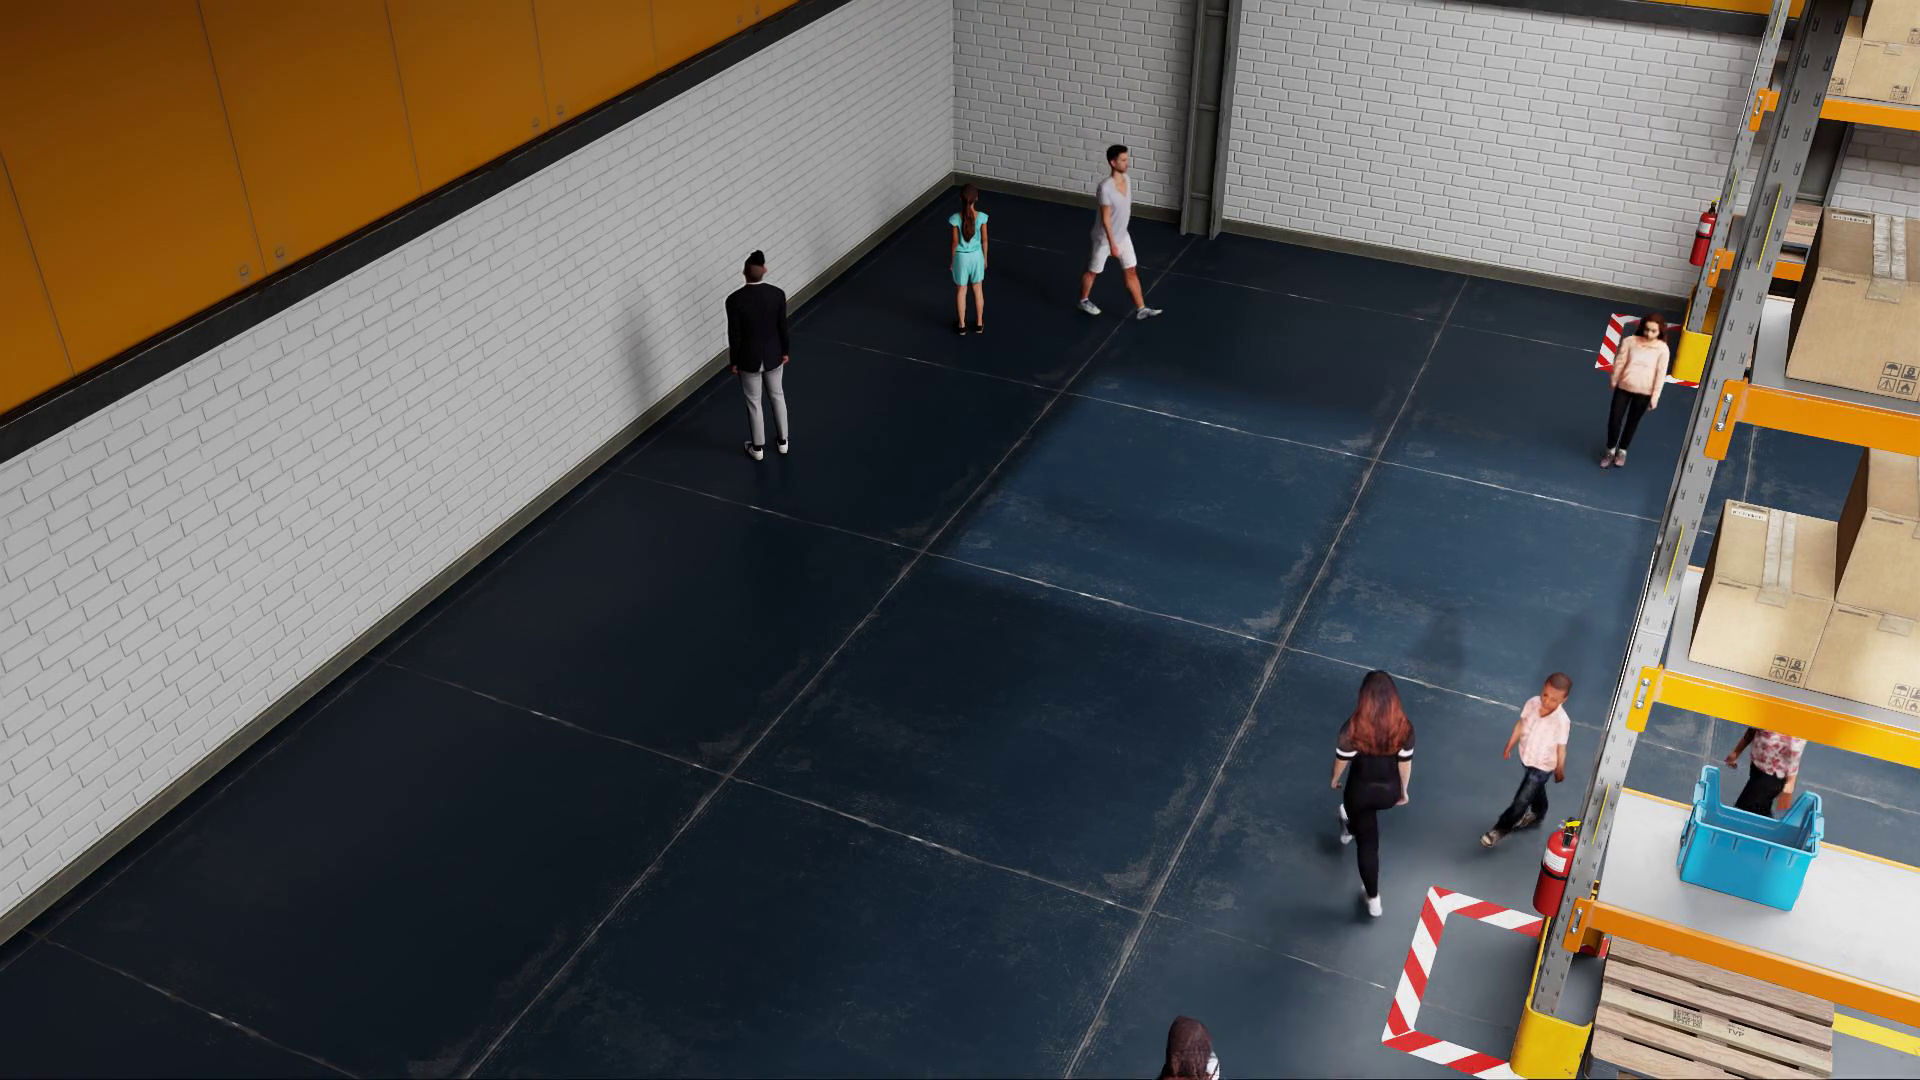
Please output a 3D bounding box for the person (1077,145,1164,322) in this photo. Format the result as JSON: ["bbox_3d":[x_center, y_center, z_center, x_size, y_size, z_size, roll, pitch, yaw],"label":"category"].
[{"bbox_3d":[1.417,-3.053,16.623,1.269,1.807,0.924,26,42,34],"label":"person"}]

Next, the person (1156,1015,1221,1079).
[{"bbox_3d":[1.110,2.906,7.874,0.926,1.567,1.176,-24,41,-32],"label":"person"}]

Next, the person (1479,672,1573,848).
[{"bbox_3d":[3.703,1.342,10.483,0.886,1.282,0.856,-14,36,-20],"label":"person"}]

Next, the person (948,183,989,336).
[{"bbox_3d":[0.080,-2.783,16.442,0.623,1.558,0.702,-6,34,-9],"label":"person"}]

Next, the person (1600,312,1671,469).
[{"bbox_3d":[5.822,-1.321,14.323,0.529,1.468,0.652,17,37,24],"label":"person"}]

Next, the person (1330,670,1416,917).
[{"bbox_3d":[2.458,1.550,9.887,1.097,1.597,1.020,-2,34,-3],"label":"person"}]

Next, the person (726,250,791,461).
[{"bbox_3d":[-1.717,-1.607,14.319,0.793,1.950,0.833,-14,36,-20],"label":"person"}]
